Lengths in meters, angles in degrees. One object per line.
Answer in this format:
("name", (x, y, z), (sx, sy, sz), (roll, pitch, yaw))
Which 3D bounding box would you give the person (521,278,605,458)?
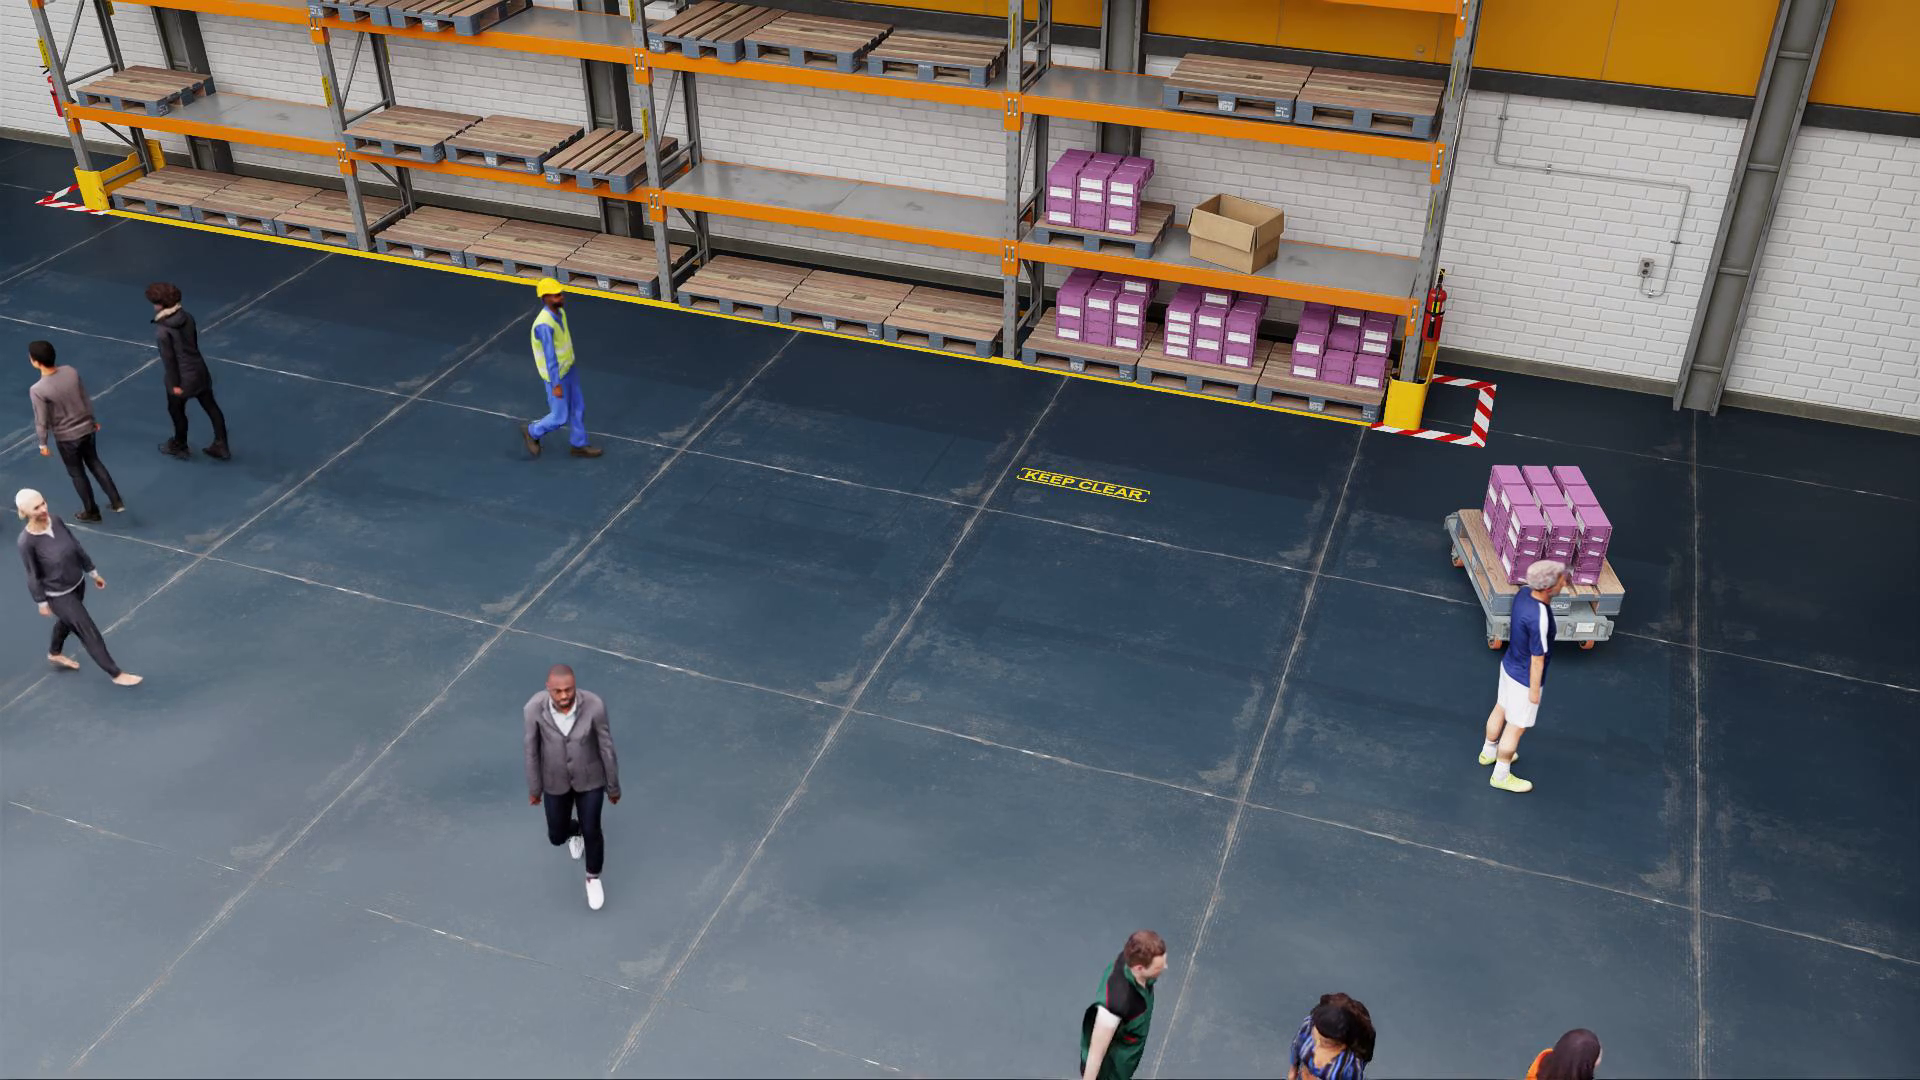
("person", (-3.716, -1.525, 15.108), (1.002, 1.797, 0.759), (5, 34, 8))

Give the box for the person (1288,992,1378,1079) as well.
("person", (1.946, 2.882, 8.679), (1.108, 1.575, 0.971), (28, 43, 36))

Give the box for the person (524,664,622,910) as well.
("person", (-2.457, 1.487, 10.569), (0.964, 1.806, 1.001), (-4, 34, -6))

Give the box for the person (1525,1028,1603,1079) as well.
("person", (2.827, 3.077, 8.275), (1.203, 1.697, 1.072), (-10, 35, -15))

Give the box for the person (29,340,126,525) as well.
("person", (-7.536, -0.901, 14.201), (0.718, 1.763, 0.669), (11, 35, 17))

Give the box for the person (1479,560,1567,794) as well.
("person", (3.870, 0.900, 11.424), (0.677, 1.839, 0.706), (0, 34, 0))

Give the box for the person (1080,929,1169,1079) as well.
("person", (0.716, 2.716, 8.739), (1.092, 1.785, 0.750), (11, 35, 16))

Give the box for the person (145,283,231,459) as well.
("person", (-6.947, -1.490, 15.097), (0.897, 1.752, 0.667), (9, 35, 14))

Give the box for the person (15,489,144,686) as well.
("person", (-6.759, 0.336, 12.405), (1.129, 1.691, 0.748), (6, 34, 8))
